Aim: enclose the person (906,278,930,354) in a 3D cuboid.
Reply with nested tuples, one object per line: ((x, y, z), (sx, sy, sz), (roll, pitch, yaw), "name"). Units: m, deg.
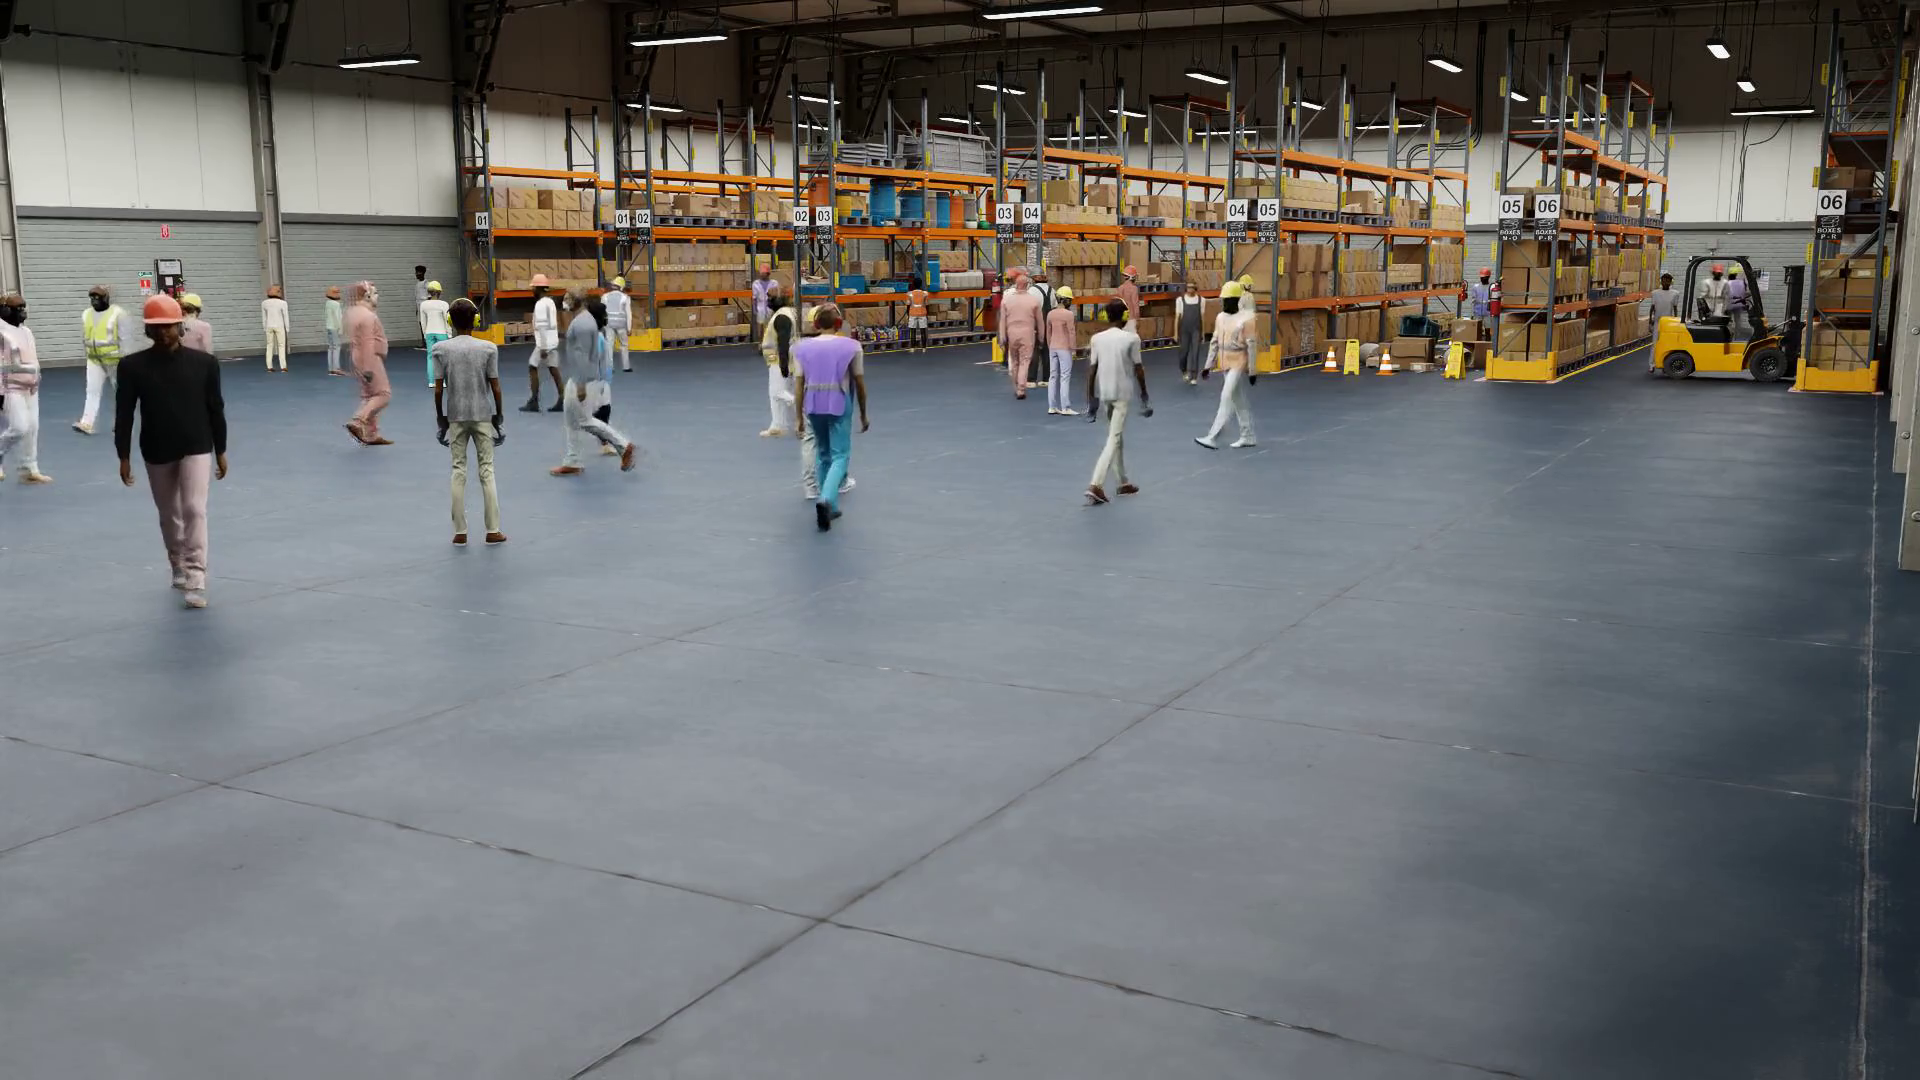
((-0.947, -5.017, 37.215), (0.542, 1.695, 0.316), (-2, 10, -9), "person")

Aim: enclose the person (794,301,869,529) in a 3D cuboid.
((-1.069, -1.013, 13.445), (0.566, 1.819, 0.813), (3, 10, 15), "person")

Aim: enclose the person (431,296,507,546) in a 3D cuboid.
((-3.686, -0.887, 12.519), (0.513, 1.877, 0.328), (-2, 10, -9), "person")

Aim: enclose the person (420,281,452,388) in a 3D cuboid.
((-8.639, -3.390, 27.484), (0.525, 1.771, 0.305), (2, 10, 9), "person")

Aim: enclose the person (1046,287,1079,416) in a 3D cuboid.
((1.408, -2.585, 22.802), (0.328, 1.760, 0.523), (-8, 13, -40), "person")

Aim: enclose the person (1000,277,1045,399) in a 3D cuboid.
((0.968, -3.101, 25.538), (0.668, 1.851, 0.989), (3, 10, 15), "person")

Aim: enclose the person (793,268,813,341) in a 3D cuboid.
((-3.621, -5.383, 38.750), (0.408, 1.908, 0.641), (-7, 12, -34), "person")

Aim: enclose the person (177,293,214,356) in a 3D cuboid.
((-9.075, -2.038, 19.647), (0.523, 1.750, 0.571), (1, 10, 8), "person")

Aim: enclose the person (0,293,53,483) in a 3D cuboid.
((-9.000, -1.424, 15.801), (0.502, 1.825, 0.643), (0, 10, 2), "person")

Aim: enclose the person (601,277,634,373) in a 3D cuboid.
((-6.356, -3.961, 30.800), (0.614, 1.797, 0.632), (2, 10, 9), "person")

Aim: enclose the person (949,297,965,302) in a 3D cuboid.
((-0.117, -8.200, 56.109), (0.526, 1.593, 0.802), (-3, 10, -18), "person")

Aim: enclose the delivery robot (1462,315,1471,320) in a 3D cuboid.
((13.821, -5.919, 45.566), (0.707, 0.478, 0.477), (-1, 10, -9), "delivery robot")

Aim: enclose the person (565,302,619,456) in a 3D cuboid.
((-3.958, -1.730, 17.986), (0.543, 1.685, 0.546), (-2, 10, -10), "person")

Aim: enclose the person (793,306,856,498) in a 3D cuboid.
((-1.244, -1.255, 15.099), (0.510, 1.714, 0.711), (3, 10, 18), "person")

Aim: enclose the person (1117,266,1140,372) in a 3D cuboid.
((3.196, -4.173, 31.407), (0.377, 1.995, 0.612), (-6, 11, -32), "person")

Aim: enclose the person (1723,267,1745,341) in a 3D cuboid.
((18.888, -5.714, 40.739), (0.591, 1.890, 0.933), (-1, 10, -4), "person")

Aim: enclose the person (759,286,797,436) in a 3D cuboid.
((-2.094, -2.140, 20.019), (0.606, 1.828, 0.629), (-1, 10, -8), "person")

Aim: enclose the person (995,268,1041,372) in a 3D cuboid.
((1.092, -4.152, 31.368), (0.811, 1.966, 0.618), (-4, 10, -22), "person")

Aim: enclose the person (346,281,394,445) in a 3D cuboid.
((-6.778, -2.010, 19.043), (0.478, 1.891, 0.650), (-6, 12, -33), "person")

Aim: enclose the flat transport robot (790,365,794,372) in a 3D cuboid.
((-2.688, -3.265, 31.127), (0.652, 0.197, 1.431), (6, 11, 30), "flat transport robot")

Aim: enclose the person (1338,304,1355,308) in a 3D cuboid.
((9.864, -6.051, 42.653), (0.623, 1.904, 0.456), (7, 12, 35), "person")

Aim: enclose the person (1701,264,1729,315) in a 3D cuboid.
((17.754, -5.496, 39.193), (0.604, 1.996, 1.081), (3, 10, 17), "person")

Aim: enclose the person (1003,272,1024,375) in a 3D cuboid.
((1.073, -3.952, 30.440), (0.576, 1.882, 0.355), (3, 10, 18), "person")

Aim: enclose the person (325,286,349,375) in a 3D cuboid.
((-11.441, -3.829, 30.449), (0.274, 1.632, 0.503), (-9, 13, -43), "person")

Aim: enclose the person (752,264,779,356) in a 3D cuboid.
((-4.263, -5.039, 36.489), (0.616, 1.980, 1.068), (0, 10, -1), "person")

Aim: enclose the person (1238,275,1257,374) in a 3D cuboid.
((5.251, -3.969, 30.687), (0.403, 1.833, 0.586), (-6, 12, -32), "person")

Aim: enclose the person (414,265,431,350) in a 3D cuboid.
((-12.450, -5.384, 38.576), (0.603, 1.967, 0.366), (9, 13, 44), "person")

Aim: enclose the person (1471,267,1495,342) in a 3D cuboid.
((11.192, -4.849, 35.546), (0.544, 1.933, 0.376), (6, 11, 31), "person")

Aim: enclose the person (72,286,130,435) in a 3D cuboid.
((-10.443, -2.166, 20.202), (0.654, 1.802, 0.901), (1, 10, 7), "person")

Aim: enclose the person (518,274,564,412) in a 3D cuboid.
((-5.868, -2.736, 23.218), (0.817, 1.911, 0.567), (1, 10, 7), "person")

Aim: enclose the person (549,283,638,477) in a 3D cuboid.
((-3.650, -1.570, 16.404), (0.798, 1.914, 0.636), (-3, 10, -14), "person")

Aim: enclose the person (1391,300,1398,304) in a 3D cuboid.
((12.549, -6.994, 48.151), (0.451, 1.921, 0.547), (6, 11, 29), "person")

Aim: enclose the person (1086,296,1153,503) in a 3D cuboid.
((1.375, -1.252, 14.820), (0.532, 1.827, 0.971), (8, 13, 40), "person")

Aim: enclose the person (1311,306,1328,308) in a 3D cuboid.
((8.386, -5.476, 39.256), (0.580, 1.915, 0.681), (5, 11, 29), "person")

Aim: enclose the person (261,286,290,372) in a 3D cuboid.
((-12.878, -3.968, 31.300), (0.500, 1.625, 0.301), (1, 10, 4), "person")

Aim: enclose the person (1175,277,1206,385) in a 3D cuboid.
((3.907, -3.542, 28.243), (0.523, 1.825, 0.681), (0, 10, 3), "person")

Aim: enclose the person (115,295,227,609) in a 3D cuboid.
((-5.010, -0.588, 10.590), (0.636, 1.949, 1.022), (-4, 10, -20), "person")

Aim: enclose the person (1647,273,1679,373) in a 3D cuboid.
((13.096, -4.025, 30.975), (0.567, 1.875, 0.415), (3, 10, 16), "person")

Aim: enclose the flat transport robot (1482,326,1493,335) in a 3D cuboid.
((14.649, -5.763, 45.757), (0.652, 0.197, 1.431), (3, 10, 15), "flat transport robot")

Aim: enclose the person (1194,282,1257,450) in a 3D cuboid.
((2.985, -1.951, 18.732), (0.970, 1.881, 0.598), (-5, 11, -25), "person")

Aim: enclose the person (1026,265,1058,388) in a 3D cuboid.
((1.268, -3.555, 27.654), (0.677, 2.000, 0.535), (-8, 13, -41), "person")
